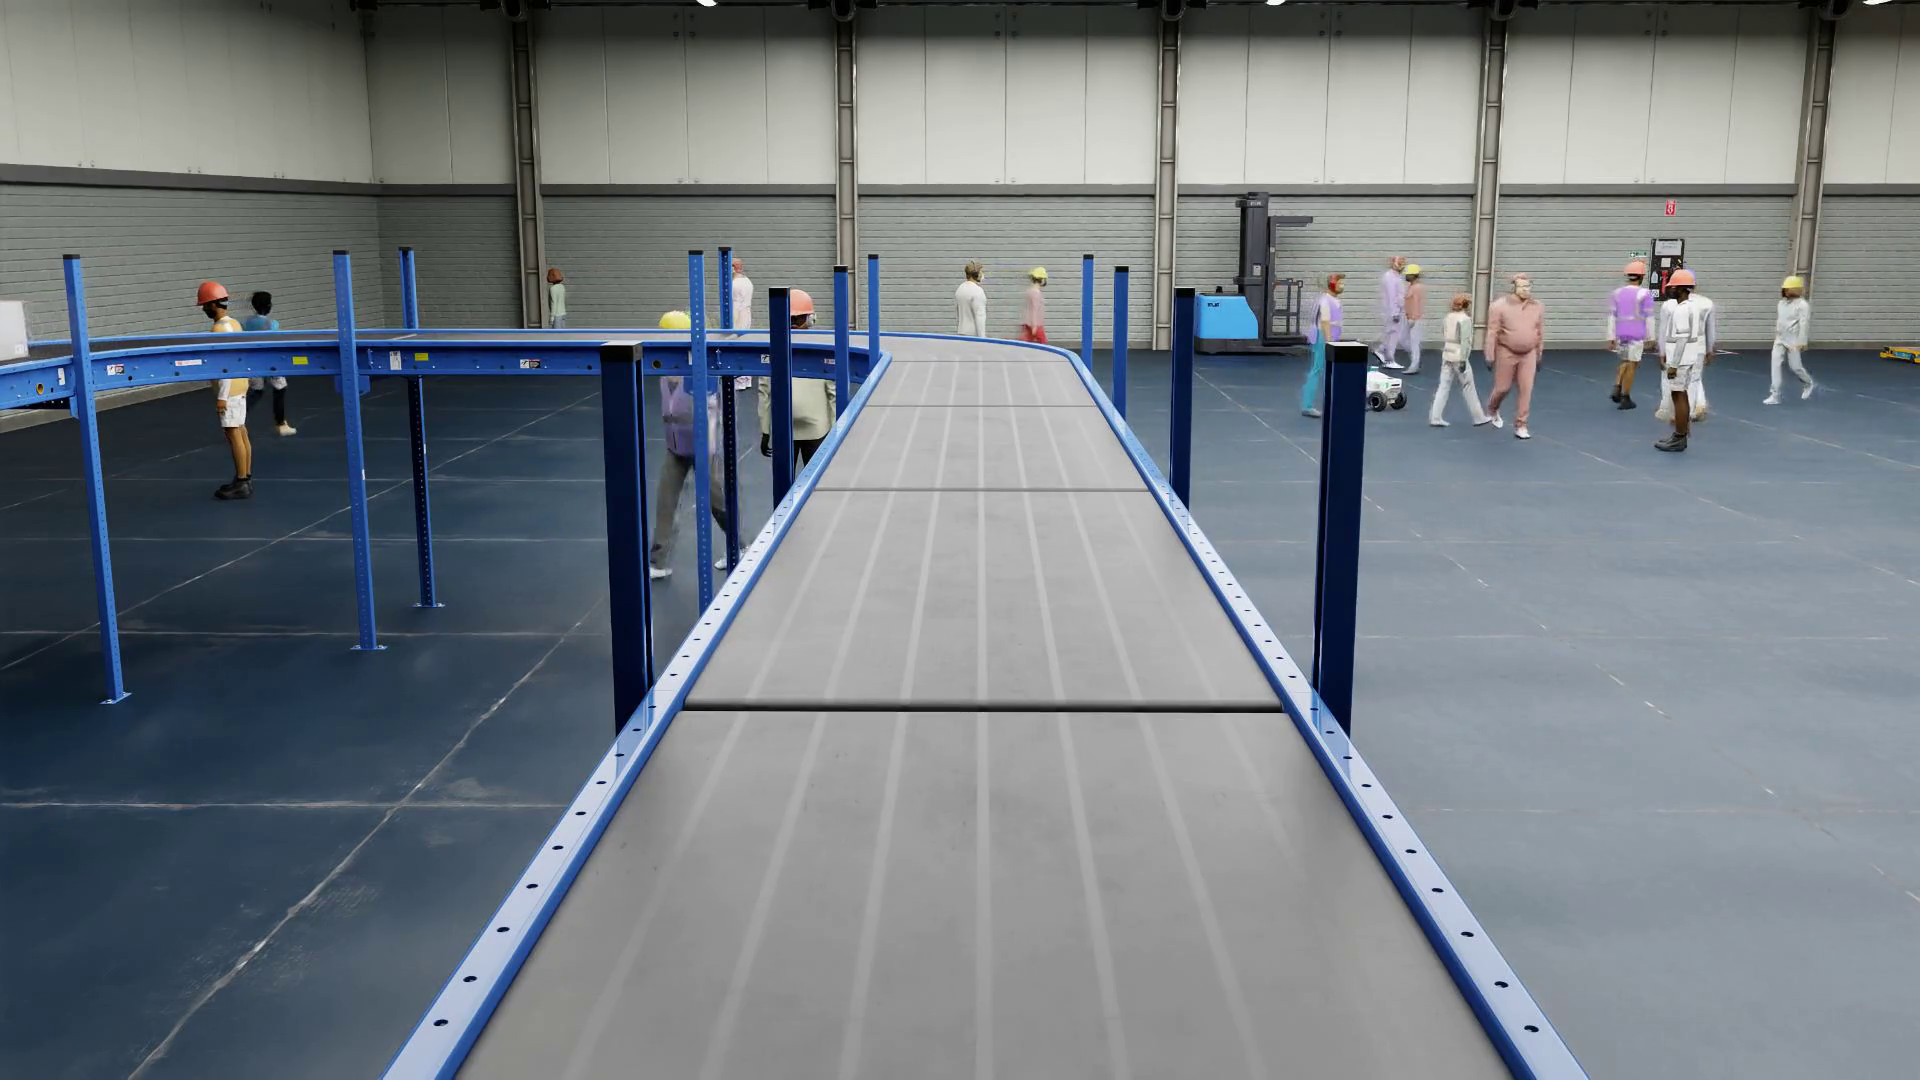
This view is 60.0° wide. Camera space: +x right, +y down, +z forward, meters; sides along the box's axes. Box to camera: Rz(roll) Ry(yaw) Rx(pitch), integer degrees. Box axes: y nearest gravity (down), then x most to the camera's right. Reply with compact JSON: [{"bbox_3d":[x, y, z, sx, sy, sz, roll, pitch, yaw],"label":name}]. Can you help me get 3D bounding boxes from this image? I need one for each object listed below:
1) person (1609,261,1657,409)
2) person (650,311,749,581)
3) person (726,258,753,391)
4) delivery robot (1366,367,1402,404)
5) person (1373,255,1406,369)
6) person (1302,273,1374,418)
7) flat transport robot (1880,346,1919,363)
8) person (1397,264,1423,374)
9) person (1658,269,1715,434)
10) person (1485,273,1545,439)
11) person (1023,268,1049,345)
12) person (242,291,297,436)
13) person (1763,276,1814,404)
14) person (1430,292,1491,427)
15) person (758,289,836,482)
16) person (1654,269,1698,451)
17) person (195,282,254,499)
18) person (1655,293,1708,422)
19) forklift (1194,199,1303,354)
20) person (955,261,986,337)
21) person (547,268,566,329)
[{"bbox_3d":[8.849,-2.692,21.872,0.435,1.917,0.564,-7,13,-33],"label":"person"},{"bbox_3d":[-1.869,-0.668,11.635,0.594,1.872,1.019,9,14,38],"label":"person"},{"bbox_3d":[-3.240,-3.124,24.144,0.406,1.902,0.639,3,11,13],"label":"person"},{"bbox_3d":[5.441,-2.036,21.884,0.477,0.478,0.707,-9,14,-38],"label":"delivery robot"},{"bbox_3d":[7.188,-3.782,27.592,0.460,1.880,0.645,5,12,24],"label":"person"},{"bbox_3d":[4.706,-2.412,20.716,0.926,1.799,0.598,6,13,30],"label":"person"},{"bbox_3d":[16.776,-3.238,29.036,0.652,0.197,1.431,0,11,1],"label":"flat transport robot"},{"bbox_3d":[7.211,-3.525,26.576,0.377,1.755,0.524,-1,11,-4],"label":"person"},{"bbox_3d":[8.479,-2.201,19.417,0.623,1.907,0.966,5,12,22],"label":"person"},{"bbox_3d":[6.355,-2.137,19.136,0.685,1.880,0.708,-1,11,-4],"label":"person"},{"bbox_3d":[1.222,-3.254,25.241,0.926,1.716,0.540,-1,11,-7],"label":"person"},{"bbox_3d":[-7.966,-1.995,18.925,0.537,1.671,0.728,5,12,24],"label":"person"},{"bbox_3d":[11.229,-2.695,22.400,0.691,1.718,0.497,-5,12,-23],"label":"person"},{"bbox_3d":[6.025,-2.149,19.906,0.767,1.601,0.540,-3,11,-15],"label":"person"},{"bbox_3d":[-1.138,-0.773,11.816,0.613,1.995,0.390,2,11,9],"label":"person"},{"bbox_3d":[7.748,-1.942,17.970,0.379,1.937,0.547,7,13,34],"label":"person"},{"bbox_3d":[-6.590,-1.341,14.910,0.384,1.927,0.543,-2,11,-10],"label":"person"},{"bbox_3d":[8.902,-2.352,20.422,0.633,1.810,0.877,-2,11,-8],"label":"person"},{"bbox_3d":[5.313,-4.851,30.603,1.873,2.768,1.129,0,11,1],"label":"forklift"},{"bbox_3d":[0.161,-2.617,21.438,0.371,1.941,0.627,-5,12,-26],"label":"person"},{"bbox_3d":[-6.827,-3.773,28.165,0.285,1.633,0.497,1,11,7],"label":"person"}]
